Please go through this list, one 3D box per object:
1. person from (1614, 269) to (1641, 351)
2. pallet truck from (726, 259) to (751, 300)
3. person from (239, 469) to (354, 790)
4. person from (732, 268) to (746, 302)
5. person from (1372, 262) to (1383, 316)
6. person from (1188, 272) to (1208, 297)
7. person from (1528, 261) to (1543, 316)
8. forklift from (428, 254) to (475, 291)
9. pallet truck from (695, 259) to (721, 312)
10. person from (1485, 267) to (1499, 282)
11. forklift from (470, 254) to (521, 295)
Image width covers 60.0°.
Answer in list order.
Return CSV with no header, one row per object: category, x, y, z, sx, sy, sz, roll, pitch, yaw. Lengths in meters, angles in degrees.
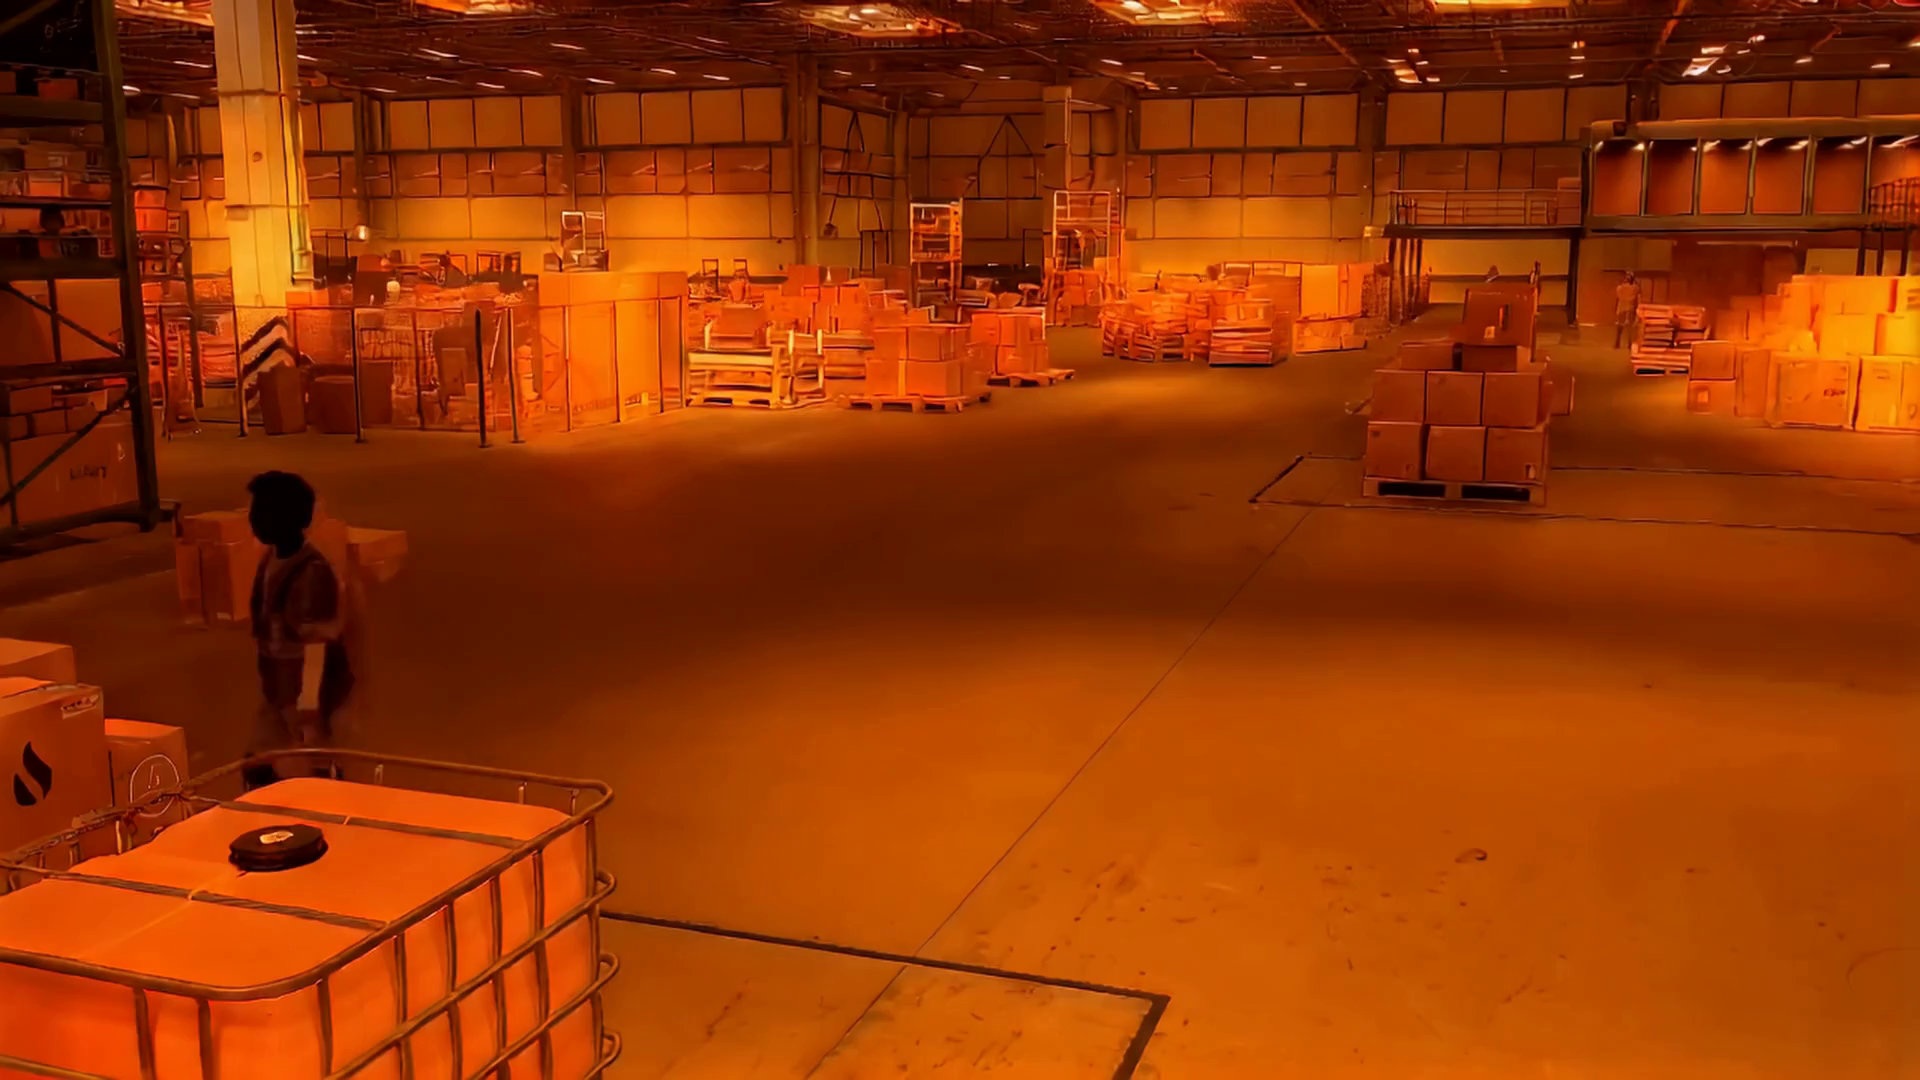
person,15.795,-5.440,39.378,0.553,1.936,0.370,2,10,12
pallet truck,-7.986,-9.493,62.019,0.823,1.965,1.885,3,11,17
person,-2.476,0.575,6.181,0.398,1.680,0.556,-9,14,-42
person,-6.221,-6.785,47.167,0.561,1.855,0.400,7,12,33
person,14.681,-8.787,58.365,0.342,1.882,0.587,-3,11,-16
person,6.775,-6.719,47.183,0.532,1.724,0.900,6,12,30
person,20.196,-8.817,58.400,0.589,1.930,0.356,-4,11,-22
forklift,-20.133,-10.254,65.465,1.157,1.987,2.680,3,11,19
pallet truck,-9.165,-9.627,62.776,0.823,1.965,1.885,4,11,23
person,12.280,-5.323,38.412,0.684,2.000,1.036,7,12,36
forklift,-17.990,-10.121,64.684,1.157,1.987,2.680,3,11,17
